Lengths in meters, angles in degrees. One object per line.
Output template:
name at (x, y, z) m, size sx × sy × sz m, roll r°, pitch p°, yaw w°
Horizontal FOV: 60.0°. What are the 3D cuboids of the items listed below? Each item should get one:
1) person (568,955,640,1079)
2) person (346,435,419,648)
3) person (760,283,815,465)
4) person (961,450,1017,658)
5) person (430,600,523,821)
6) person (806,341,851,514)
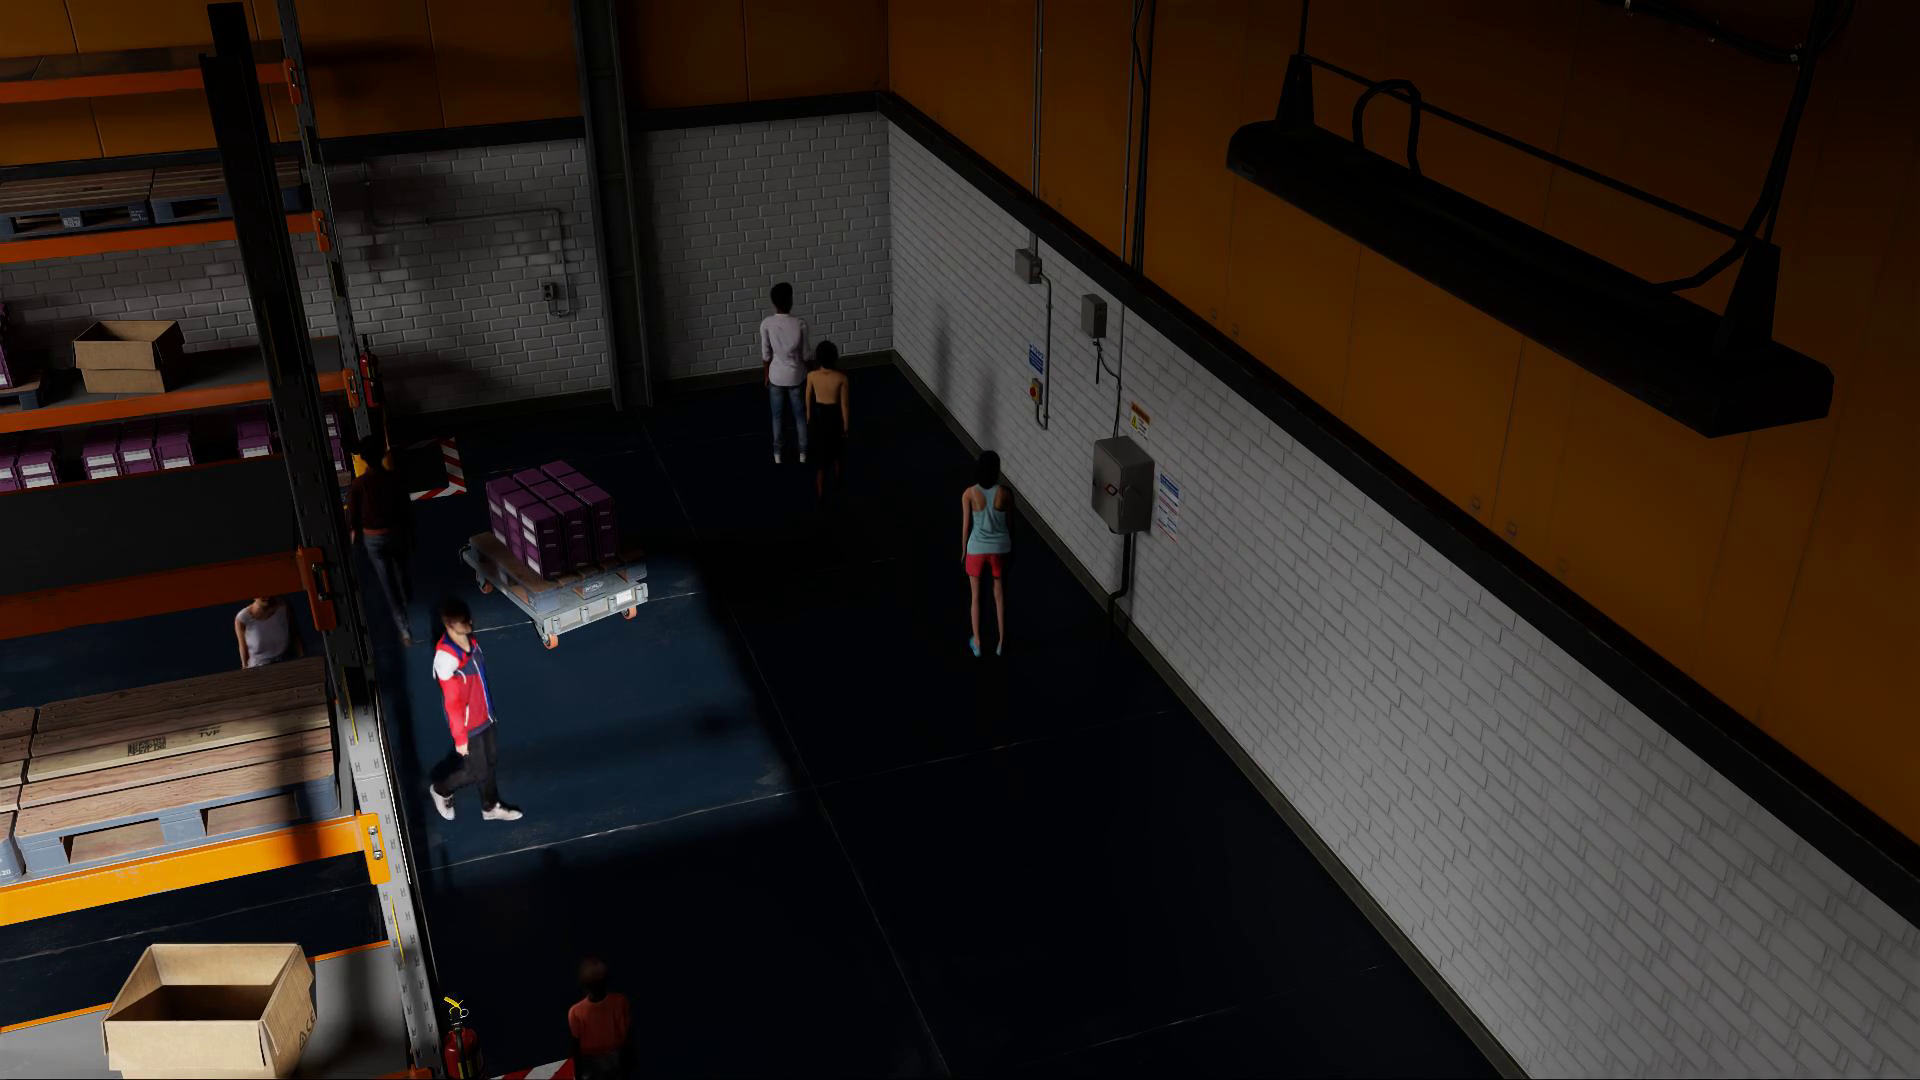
person at (-1.850, 2.763, 8.717) m, size 0.770 × 1.293 × 0.543 m, roll -10°, pitch 30°, yaw -18°
person at (-4.546, 0.045, 13.224) m, size 0.981 × 1.751 × 0.824 m, roll -16°, pitch 32°, yaw -26°
person at (-1.687, -1.619, 16.214) m, size 0.635 × 1.809 × 0.775 m, roll 1°, pitch 29°, yaw 2°
person at (0.226, 0.104, 13.101) m, size 0.594 × 1.764 × 0.725 m, roll 0°, pitch 29°, yaw -1°
person at (-3.359, 1.182, 11.142) m, size 0.953 × 1.748 × 0.857 m, roll 5°, pitch 29°, yaw 9°
person at (-1.231, -1.004, 15.289) m, size 1.042 × 1.614 × 0.921 m, roll 2°, pitch 29°, yaw 4°
